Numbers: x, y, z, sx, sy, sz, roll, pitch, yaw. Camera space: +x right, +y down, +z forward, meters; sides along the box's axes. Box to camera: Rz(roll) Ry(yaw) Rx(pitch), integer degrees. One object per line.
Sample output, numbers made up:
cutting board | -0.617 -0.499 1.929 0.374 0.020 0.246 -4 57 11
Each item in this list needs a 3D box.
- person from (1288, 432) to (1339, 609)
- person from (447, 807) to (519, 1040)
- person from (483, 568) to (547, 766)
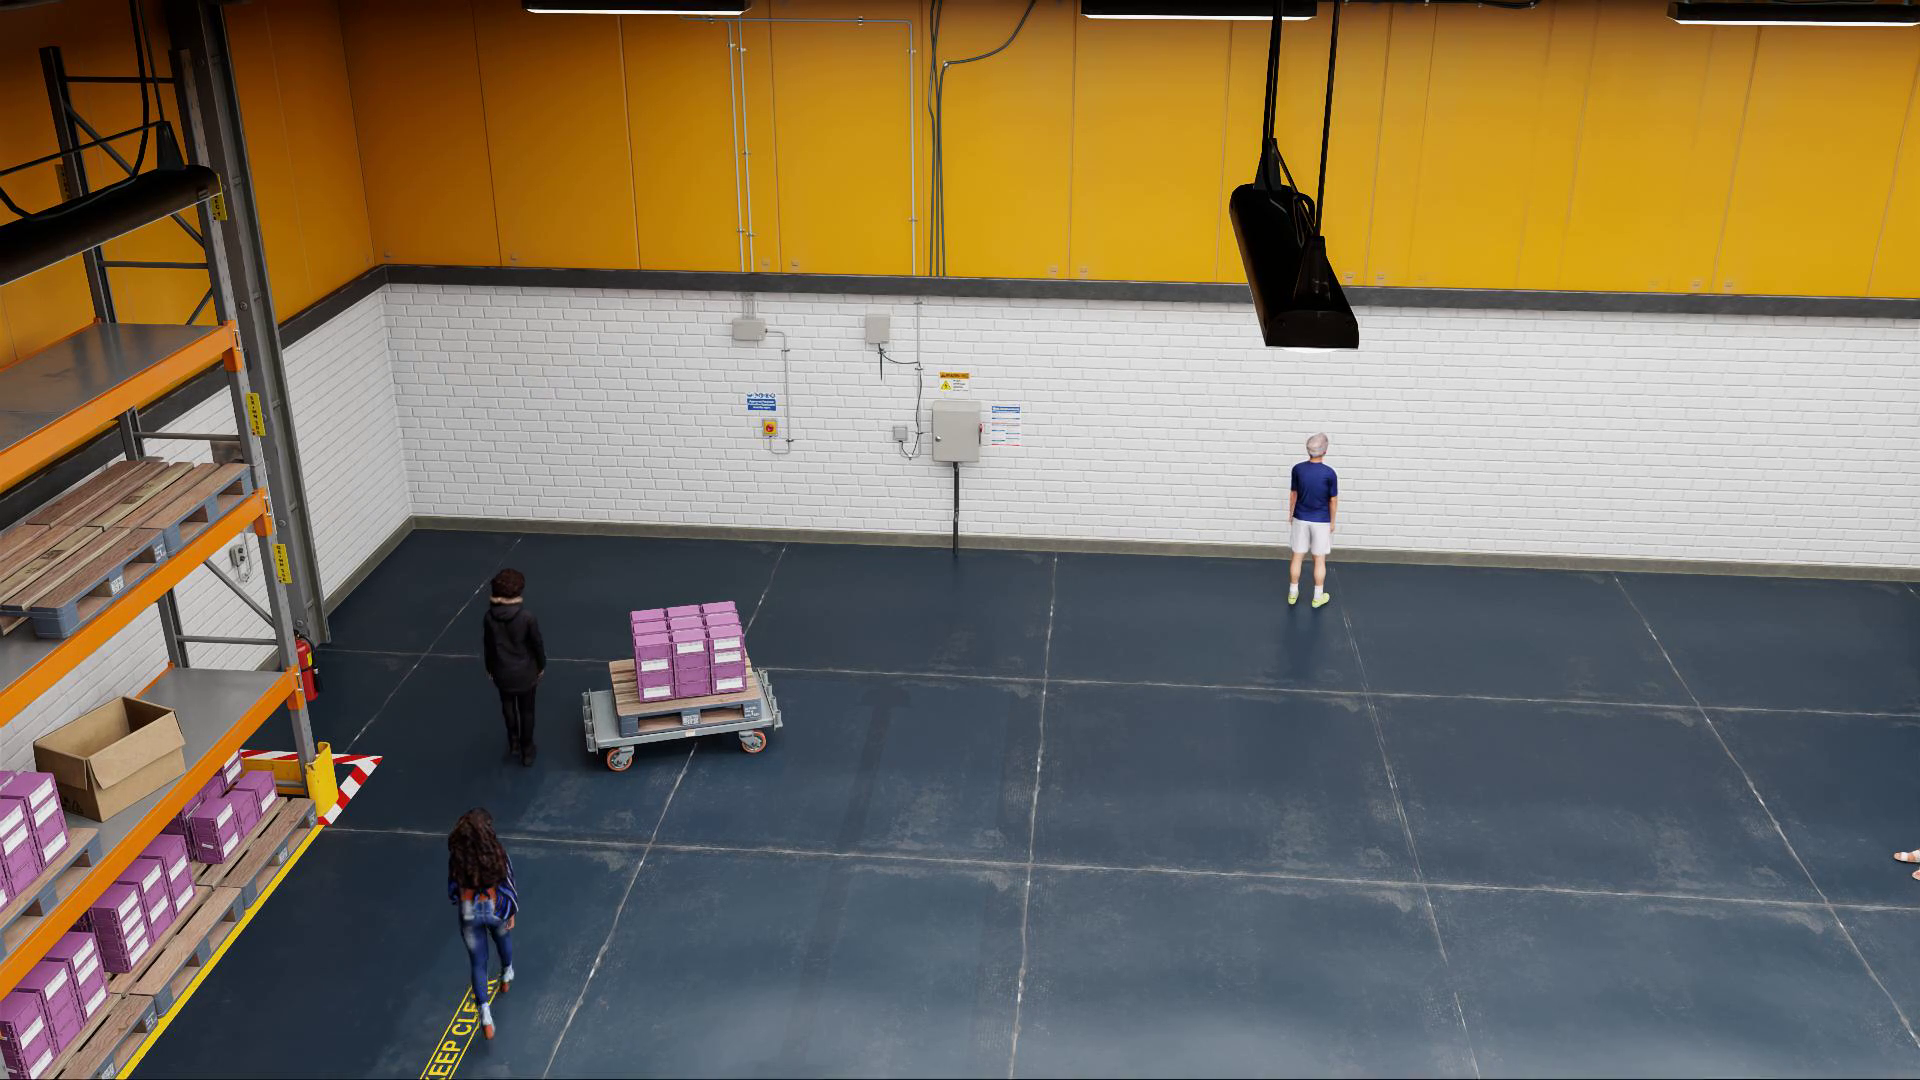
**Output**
person | 3.551 -0.208 16.783 0.704 1.838 0.668 10 26 23
person | -3.131 2.506 10.889 0.797 1.587 1.091 -5 24 -11
person | -3.721 1.110 13.860 0.670 1.763 0.634 -1 24 -3
